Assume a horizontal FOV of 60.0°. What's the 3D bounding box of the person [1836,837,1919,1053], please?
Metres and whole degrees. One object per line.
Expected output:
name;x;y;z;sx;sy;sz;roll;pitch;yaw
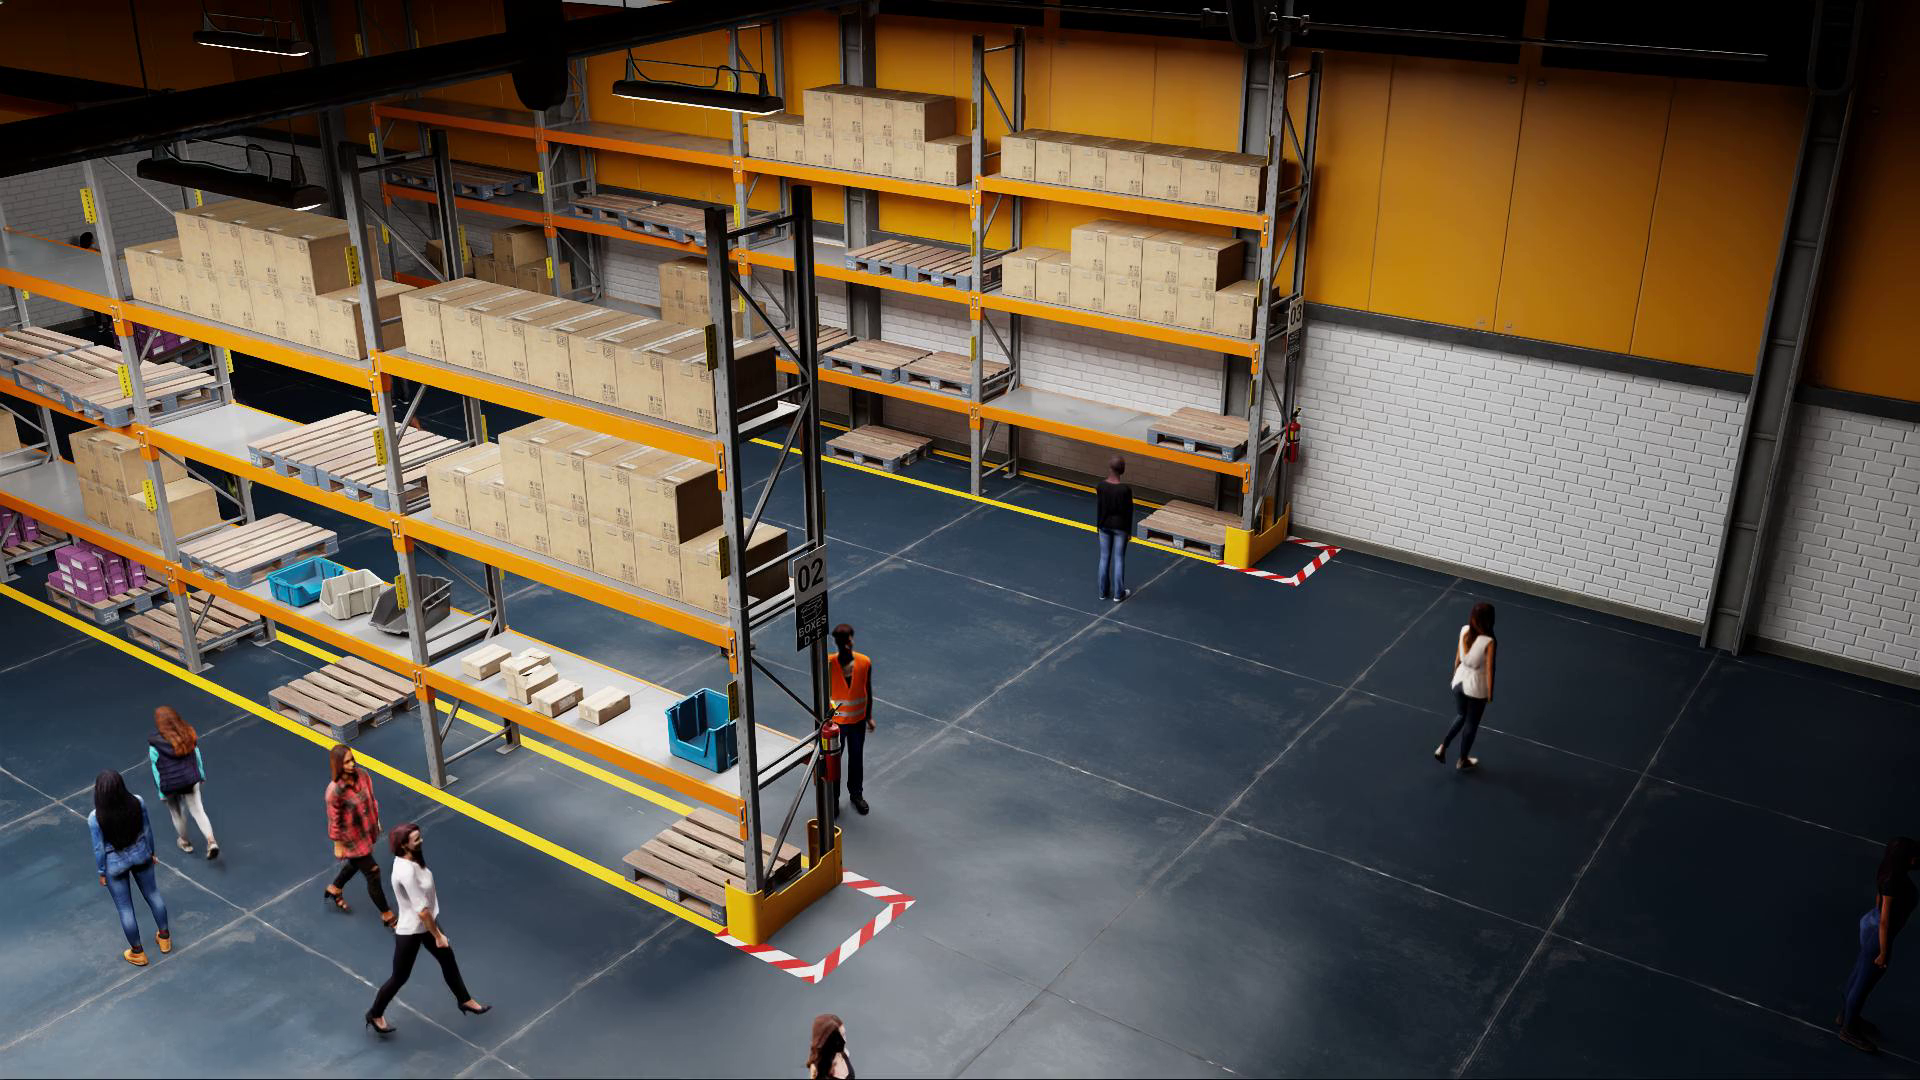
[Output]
person;6.749;2.929;12.230;0.559;1.739;0.587;12;26;25

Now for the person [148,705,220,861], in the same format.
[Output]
person;-6.720;2.121;14.396;0.930;1.484;0.647;21;31;39

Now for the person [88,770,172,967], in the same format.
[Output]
person;-6.547;2.561;13.104;0.533;1.713;0.615;19;30;36

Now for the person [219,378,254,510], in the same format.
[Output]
person;-9.409;-1.191;21.540;0.958;1.832;1.191;-18;29;-35

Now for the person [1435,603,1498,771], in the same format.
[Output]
person;4.746;1.412;15.658;0.826;1.774;0.810;-14;27;-29

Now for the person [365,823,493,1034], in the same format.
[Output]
person;-4.109;2.914;12.253;1.171;1.748;1.116;-4;24;-10

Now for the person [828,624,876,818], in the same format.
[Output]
person;-1.038;1.600;15.086;0.788;1.888;0.835;-6;24;-14

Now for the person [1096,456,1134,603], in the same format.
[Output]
person;1.775;-0.130;19.219;0.524;1.746;0.689;11;26;23

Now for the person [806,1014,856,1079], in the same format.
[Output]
person;-0.815;3.696;10.467;0.604;1.746;0.648;7;25;16

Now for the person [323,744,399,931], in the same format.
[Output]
person;-4.964;2.399;13.529;1.127;1.669;0.793;8;25;18

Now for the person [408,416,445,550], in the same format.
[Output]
person;-6.639;-0.685;20.562;0.811;1.688;1.136;-17;29;-34

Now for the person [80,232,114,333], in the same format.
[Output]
person;-15.203;-4.549;29.300;0.624;1.770;0.741;2;24;5
